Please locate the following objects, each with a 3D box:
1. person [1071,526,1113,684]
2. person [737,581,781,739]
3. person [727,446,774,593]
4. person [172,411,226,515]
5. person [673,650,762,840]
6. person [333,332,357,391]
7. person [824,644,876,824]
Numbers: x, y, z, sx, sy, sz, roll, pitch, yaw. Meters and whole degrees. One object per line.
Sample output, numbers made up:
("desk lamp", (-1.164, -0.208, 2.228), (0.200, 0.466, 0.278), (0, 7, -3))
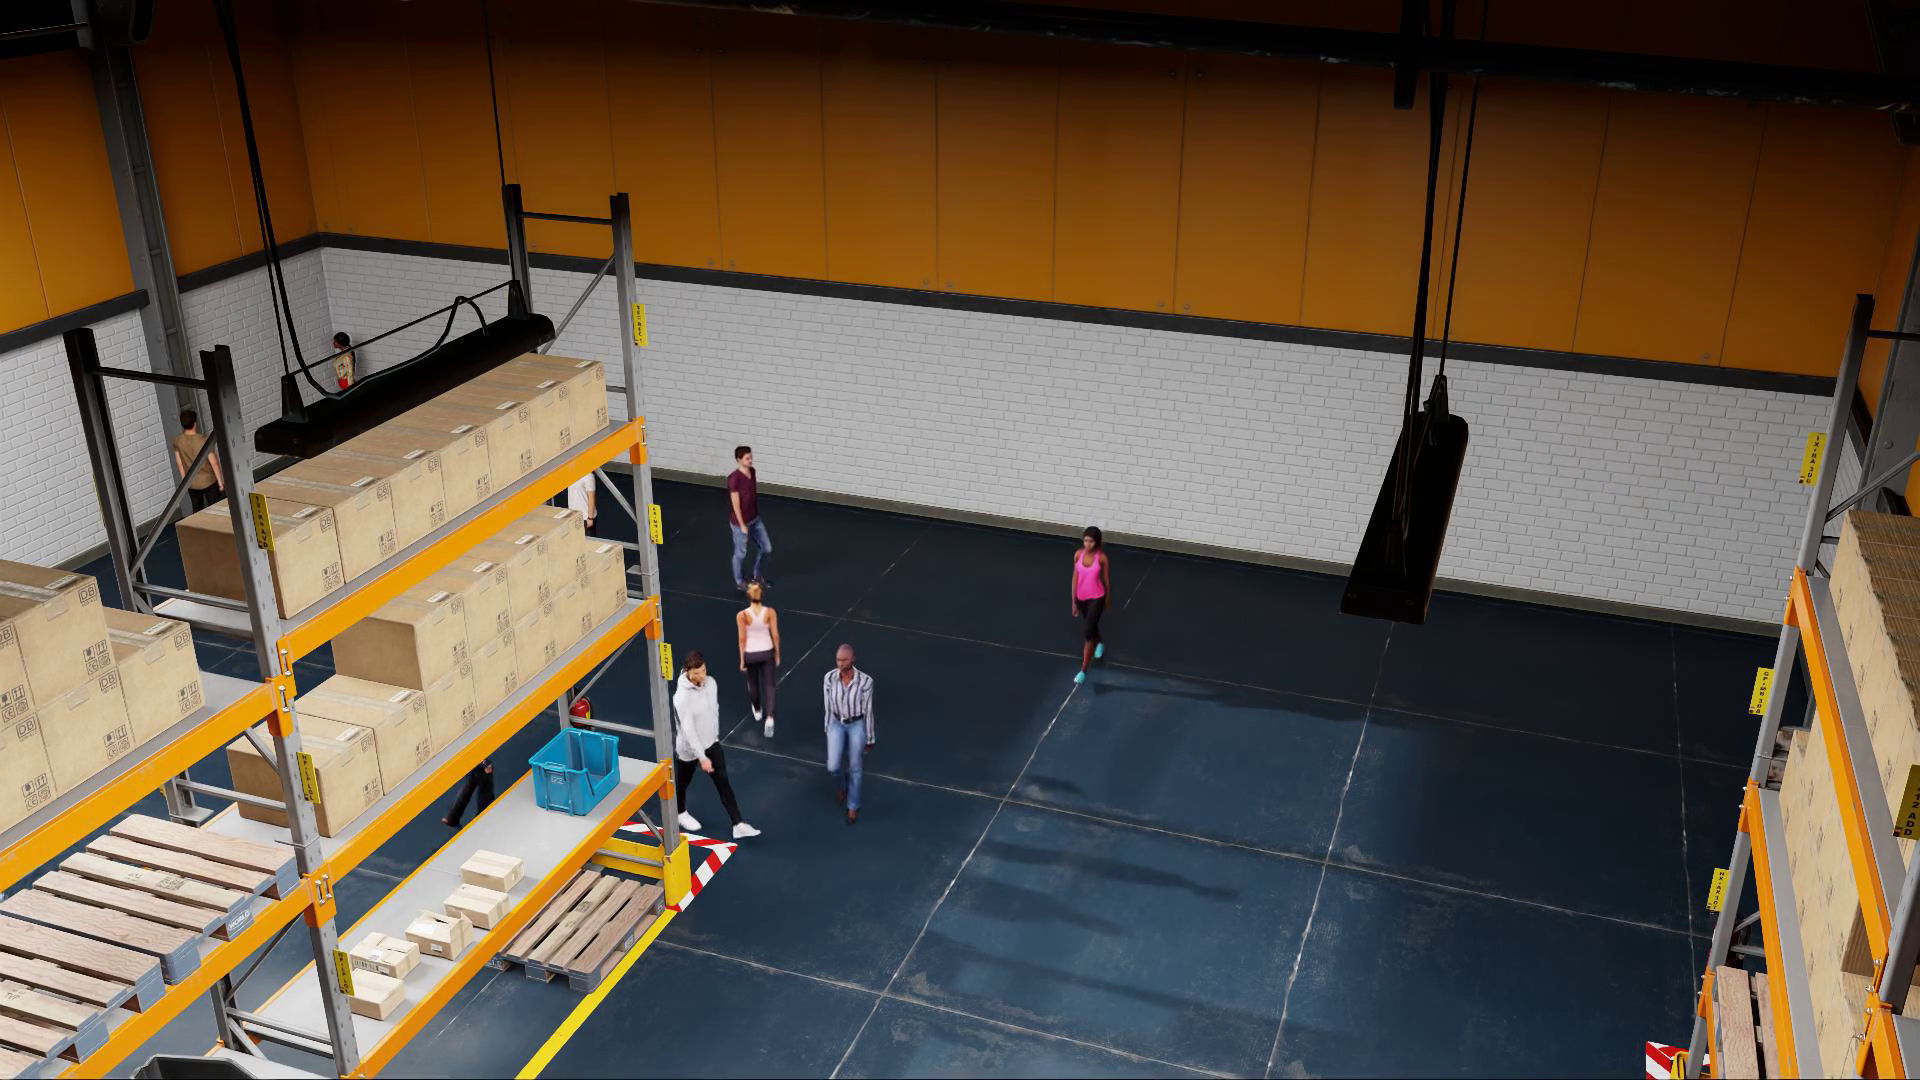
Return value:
("person", (1.421, 0.609, 17.768), (0.637, 1.670, 1.172), (11, 26, 24))
("person", (-1.988, 1.185, 16.512), (0.889, 1.620, 1.085), (-4, 24, -10))
("person", (-2.595, -0.261, 19.548), (0.777, 1.838, 0.688), (14, 27, 30))
("person", (-9.392, -0.723, 20.588), (0.730, 1.851, 0.685), (0, 24, 1))
("person", (-2.419, 1.812, 14.765), (0.946, 1.871, 1.190), (15, 28, 30))
("person", (-8.746, -2.116, 23.847), (0.732, 1.793, 0.665), (-10, 25, -21))
("person", (-0.983, 1.707, 15.113), (0.694, 1.785, 0.718), (4, 24, 8))
